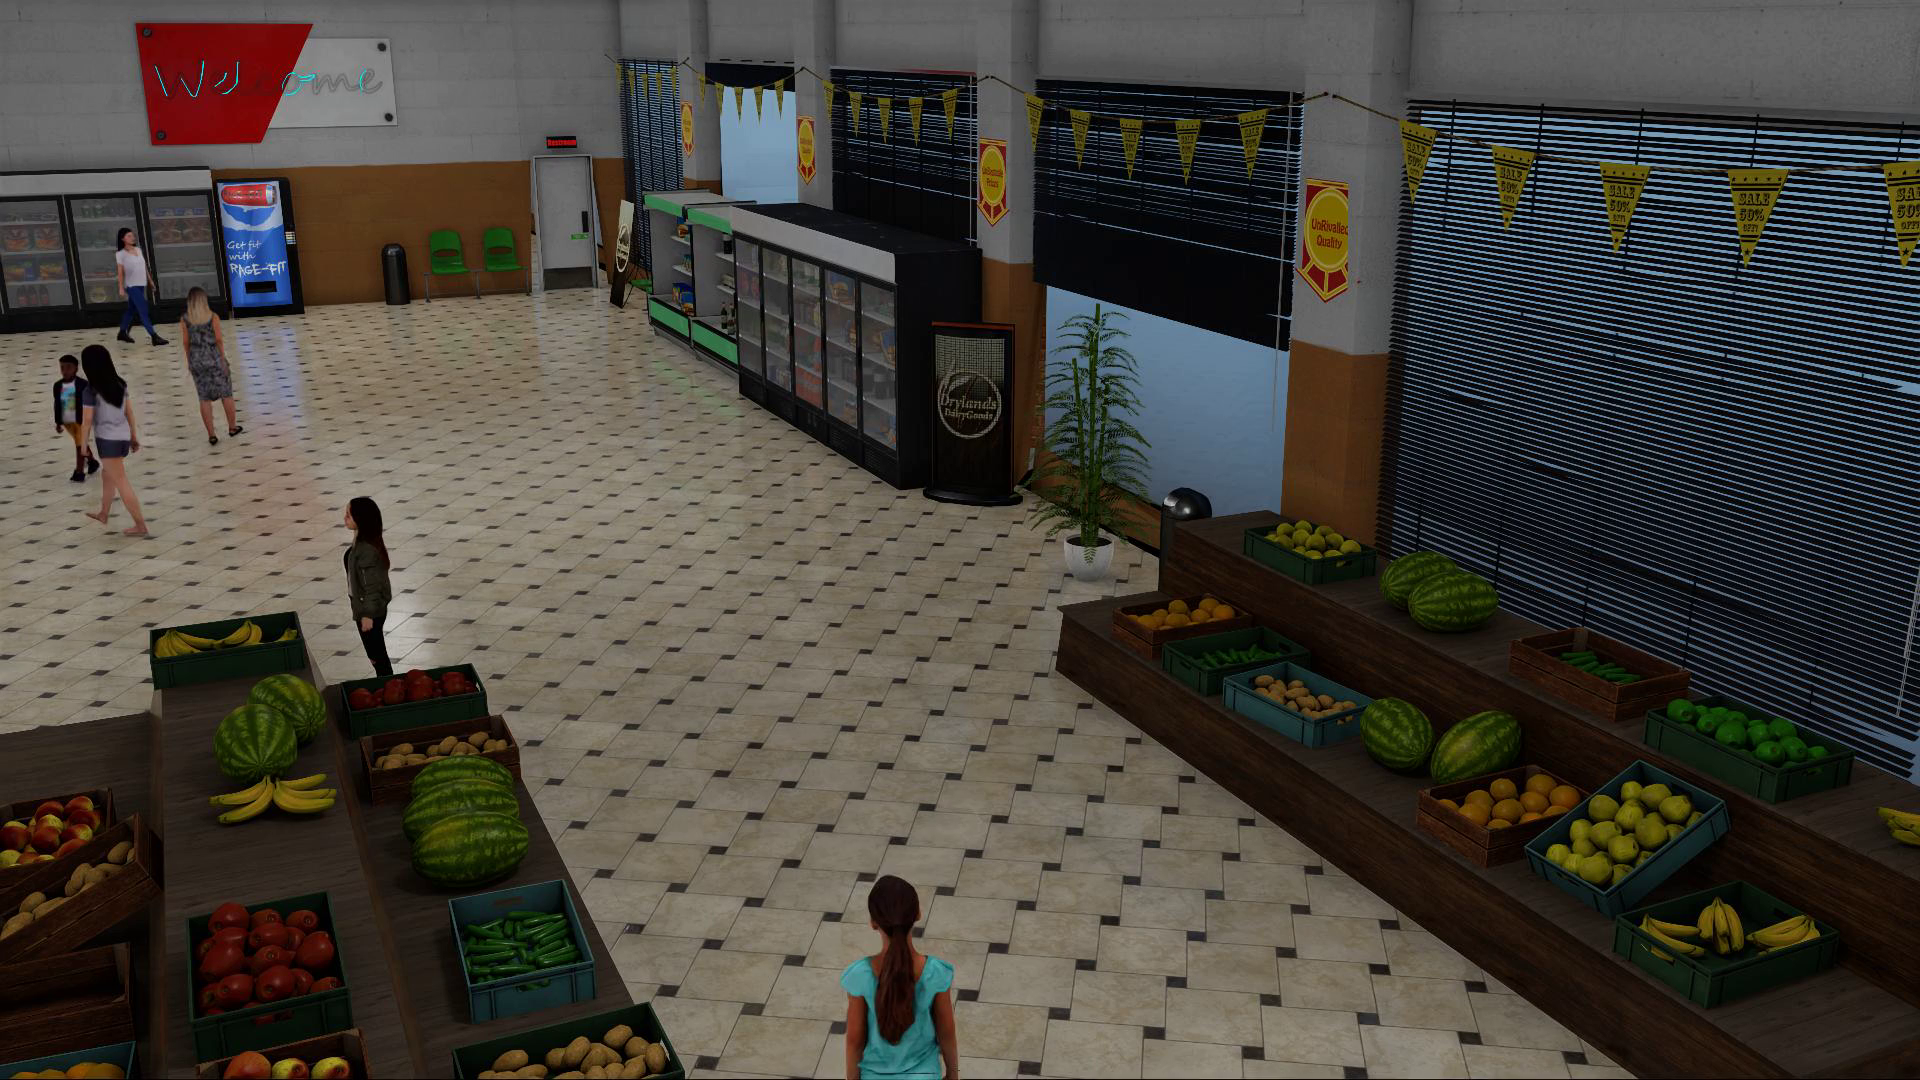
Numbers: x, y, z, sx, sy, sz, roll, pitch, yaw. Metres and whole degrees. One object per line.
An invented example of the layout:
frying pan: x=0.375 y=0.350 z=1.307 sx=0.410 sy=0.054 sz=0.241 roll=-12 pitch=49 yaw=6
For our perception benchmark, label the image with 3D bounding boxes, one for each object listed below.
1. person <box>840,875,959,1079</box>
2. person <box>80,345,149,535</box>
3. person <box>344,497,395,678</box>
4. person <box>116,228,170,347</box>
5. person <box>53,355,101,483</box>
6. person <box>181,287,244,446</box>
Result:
person: x=-0.212 y=1.911 z=5.711 sx=0.660 sy=1.546 sz=0.696 roll=-1 pitch=17 yaw=-2
person: x=-7.364 y=-0.852 z=14.586 sx=1.030 sy=1.678 sz=1.008 roll=4 pitch=17 yaw=14
person: x=-3.791 y=0.436 z=10.690 sx=0.633 sy=1.476 sz=0.441 roll=-7 pitch=18 yaw=-23
person: x=-11.714 y=-3.526 z=23.457 sx=1.059 sy=1.640 sz=1.115 roll=3 pitch=17 yaw=9
person: x=-8.748 y=-1.212 z=16.519 sx=0.736 sy=1.242 sz=0.955 roll=-1 pitch=17 yaw=-3
person: x=-8.112 y=-1.850 z=17.853 sx=0.754 sy=1.688 sz=0.903 roll=-2 pitch=17 yaw=-5
